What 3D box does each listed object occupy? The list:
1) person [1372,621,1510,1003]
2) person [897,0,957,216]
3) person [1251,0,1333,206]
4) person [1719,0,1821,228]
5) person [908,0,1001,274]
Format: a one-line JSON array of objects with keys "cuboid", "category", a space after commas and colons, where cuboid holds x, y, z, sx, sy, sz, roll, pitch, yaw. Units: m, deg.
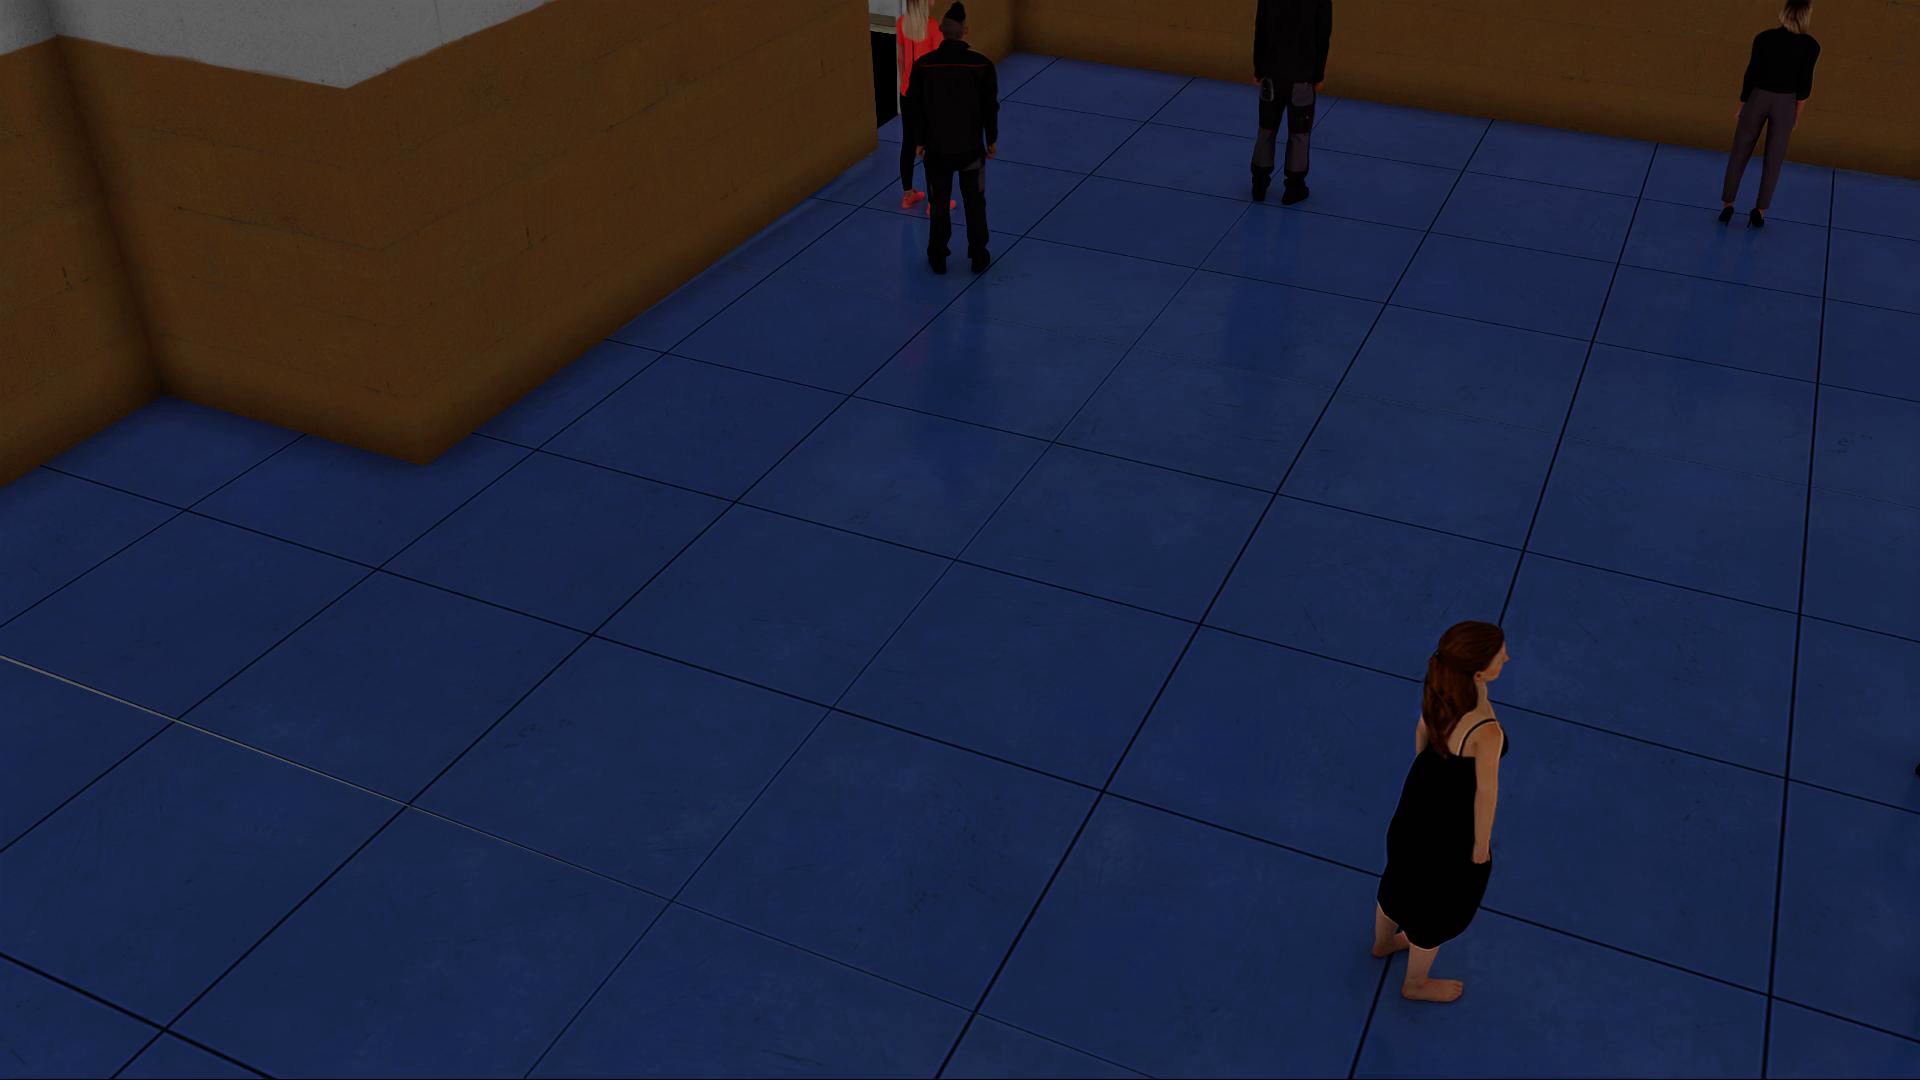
[{"cuboid": [1.706, 0.952, 5.897, 0.737, 1.624, 0.683, -10, 35, -14], "category": "person"}, {"cuboid": [-0.274, -3.227, 12.117, 0.542, 1.693, 0.702, 24, 40, 31], "category": "person"}, {"cuboid": [2.414, -3.436, 12.203, 0.522, 1.946, 0.758, 13, 36, 18], "category": "person"}, {"cuboid": [5.764, -3.046, 11.864, 0.491, 1.671, 0.668, 17, 37, 24], "category": "person"}, {"cuboid": [-0.029, -2.687, 11.134, 0.712, 1.859, 0.903, 2, 34, 3], "category": "person"}]
